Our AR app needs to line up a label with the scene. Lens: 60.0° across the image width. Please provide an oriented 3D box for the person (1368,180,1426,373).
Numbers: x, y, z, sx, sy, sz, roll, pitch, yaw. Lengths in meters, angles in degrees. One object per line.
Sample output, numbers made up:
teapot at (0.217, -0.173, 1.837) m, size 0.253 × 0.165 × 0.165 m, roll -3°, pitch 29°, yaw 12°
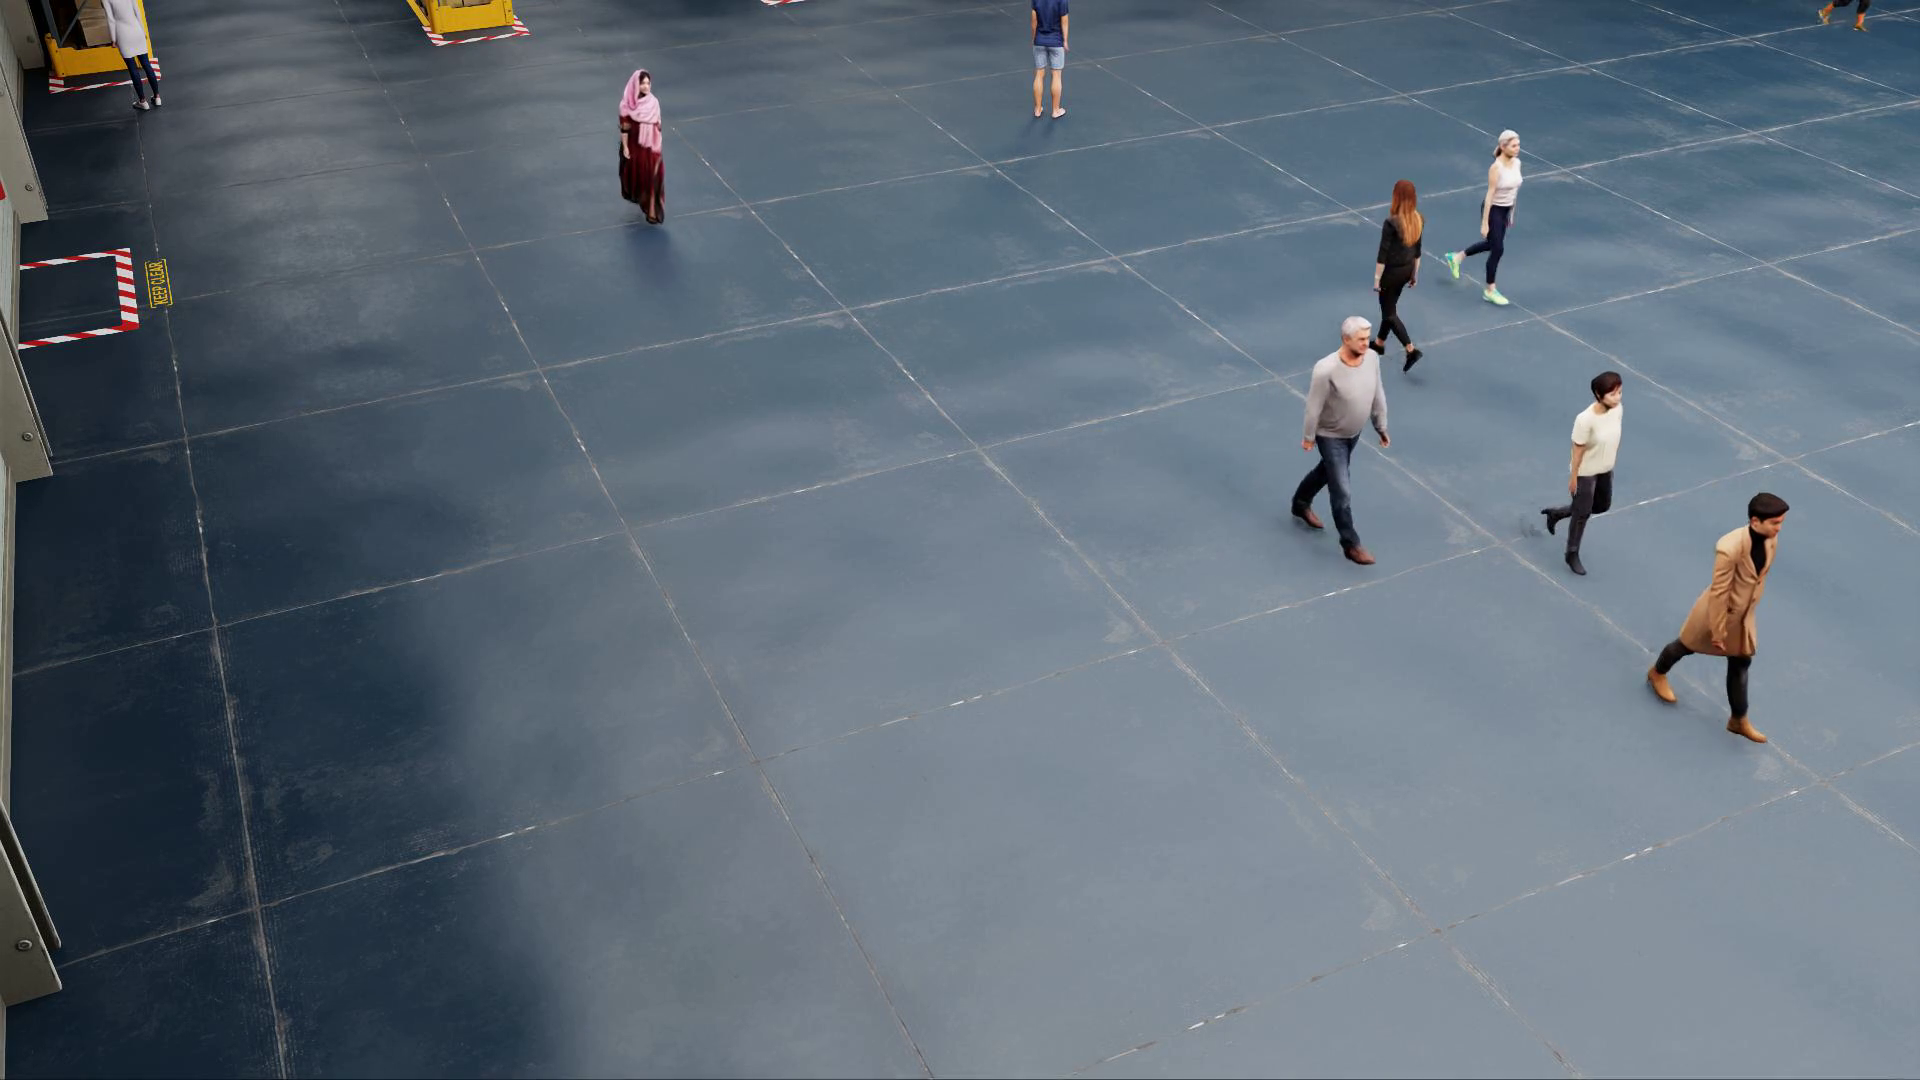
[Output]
person at (3.939, -2.316, 14.748) m, size 0.662 × 1.689 × 1.059 m, roll -18°, pitch 37°, yaw -25°

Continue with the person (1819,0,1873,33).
person at (12.882, -8.114, 23.898) m, size 0.714 × 1.434 × 1.052 m, roll -22°, pitch 39°, yaw -30°

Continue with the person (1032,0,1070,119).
person at (1.097, -6.143, 20.486) m, size 0.707 × 1.849 × 0.757 m, roll 10°, pitch 34°, yaw 14°

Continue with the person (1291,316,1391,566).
person at (2.754, -0.801, 12.266) m, size 0.851 × 1.856 × 1.237 m, roll -19°, pitch 38°, yaw -27°

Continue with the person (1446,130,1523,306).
person at (5.092, -3.139, 16.020) m, size 0.812 × 1.681 × 1.081 m, roll -26°, pitch 41°, yaw -34°

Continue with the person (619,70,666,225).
person at (-3.423, -4.213, 17.736) m, size 0.690 × 1.611 × 0.962 m, roll -12°, pitch 35°, yaw -18°

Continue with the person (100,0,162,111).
person at (-10.383, -6.297, 20.790) m, size 0.676 × 1.775 × 0.684 m, roll 24°, pitch 40°, yaw 33°

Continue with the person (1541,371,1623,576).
person at (4.543, -0.526, 12.100) m, size 0.652 × 1.575 × 0.797 m, roll -19°, pitch 38°, yaw -27°

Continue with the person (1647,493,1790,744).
person at (4.784, 0.410, 10.562) m, size 0.674 × 1.683 × 1.119 m, roll -13°, pitch 35°, yaw -19°
